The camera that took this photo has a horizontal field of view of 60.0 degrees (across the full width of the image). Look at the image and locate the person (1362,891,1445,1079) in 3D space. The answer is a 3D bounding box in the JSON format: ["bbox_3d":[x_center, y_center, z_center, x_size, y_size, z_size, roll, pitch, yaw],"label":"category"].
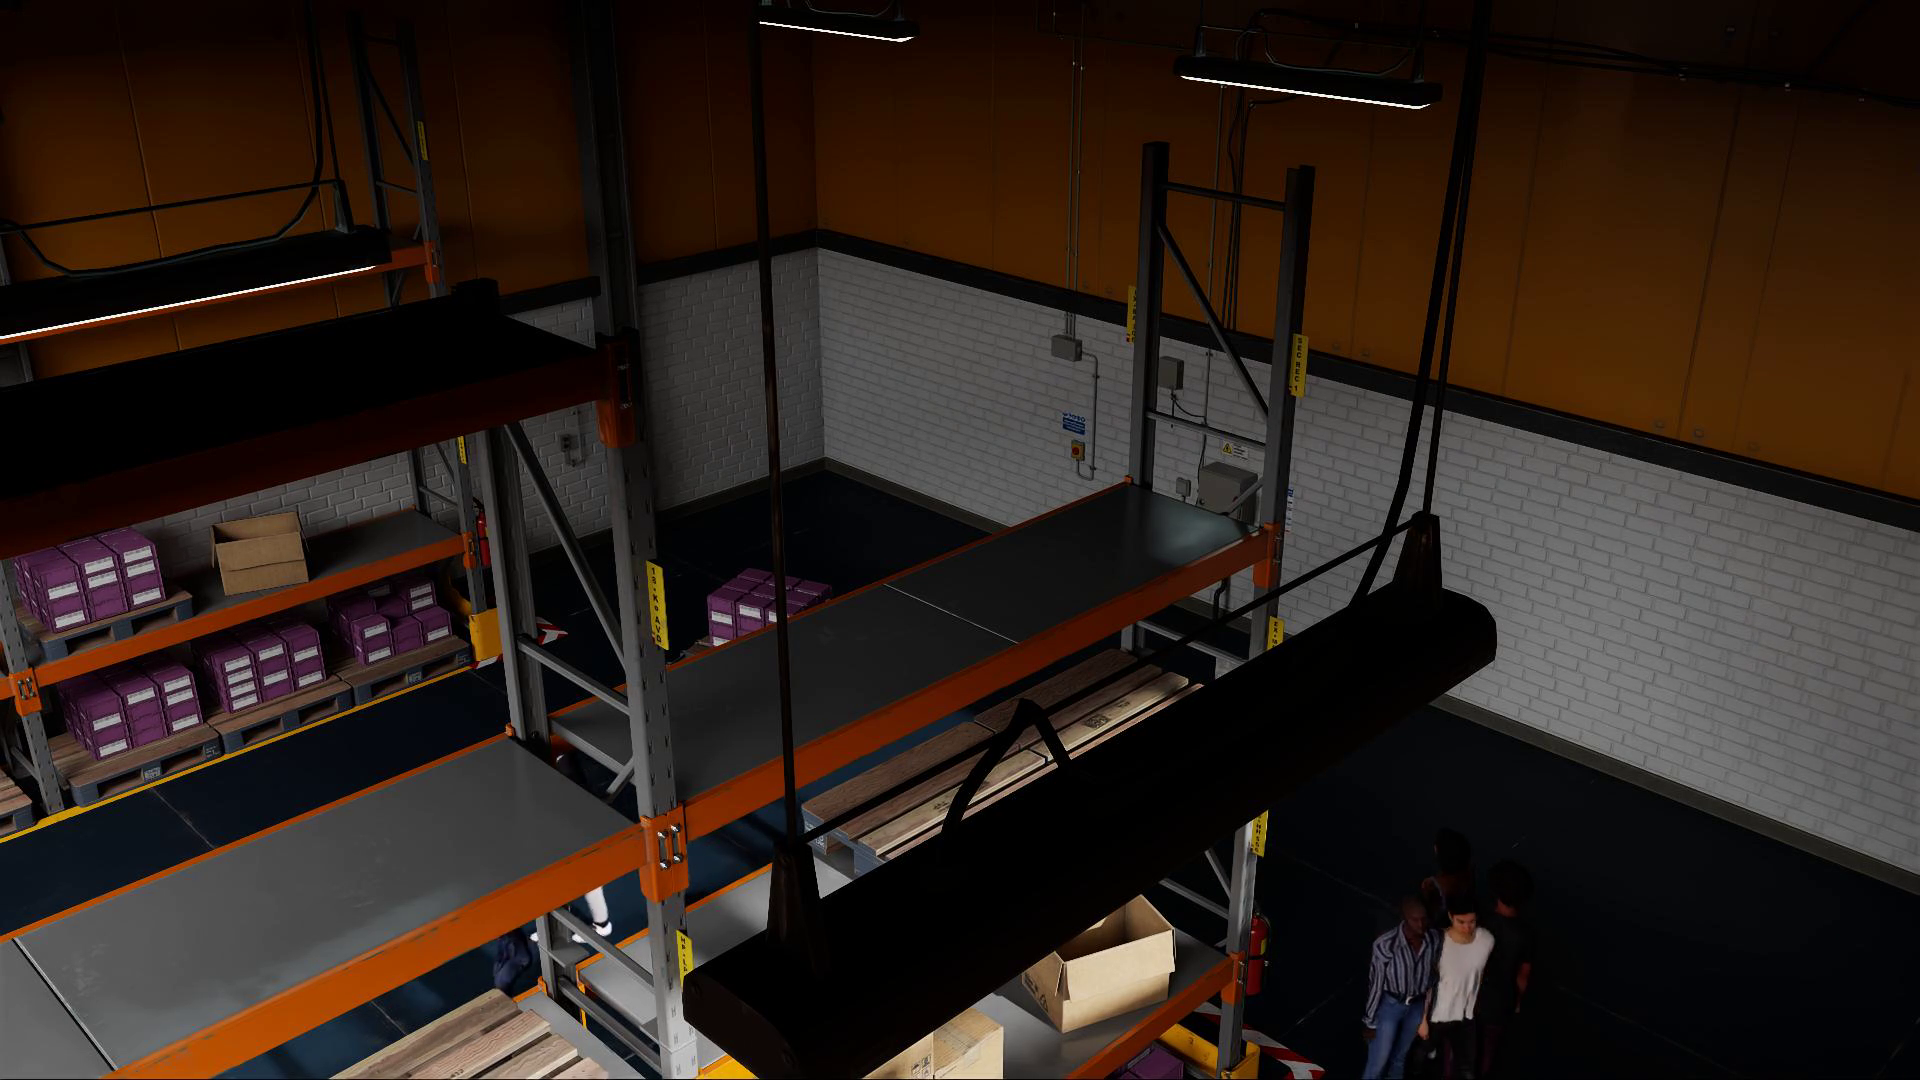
[{"bbox_3d":[2.662,2.867,10.152,0.704,1.790,0.821,-11,26,-24],"label":"person"}]

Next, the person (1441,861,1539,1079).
[{"bbox_3d":[3.232,2.838,10.257,0.824,1.759,0.881,7,25,15],"label":"person"}]

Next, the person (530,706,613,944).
[{"bbox_3d":[-2.688,2.035,11.873,0.907,1.937,0.852,-13,27,-27],"label":"person"}]

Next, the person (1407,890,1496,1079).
[{"bbox_3d":[3.000,2.845,10.335,1.098,1.684,1.097,-4,24,-9],"label":"person"}]

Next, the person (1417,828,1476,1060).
[{"bbox_3d":[3.167,2.672,10.735,0.814,1.680,0.783,-10,26,-22],"label":"person"}]
